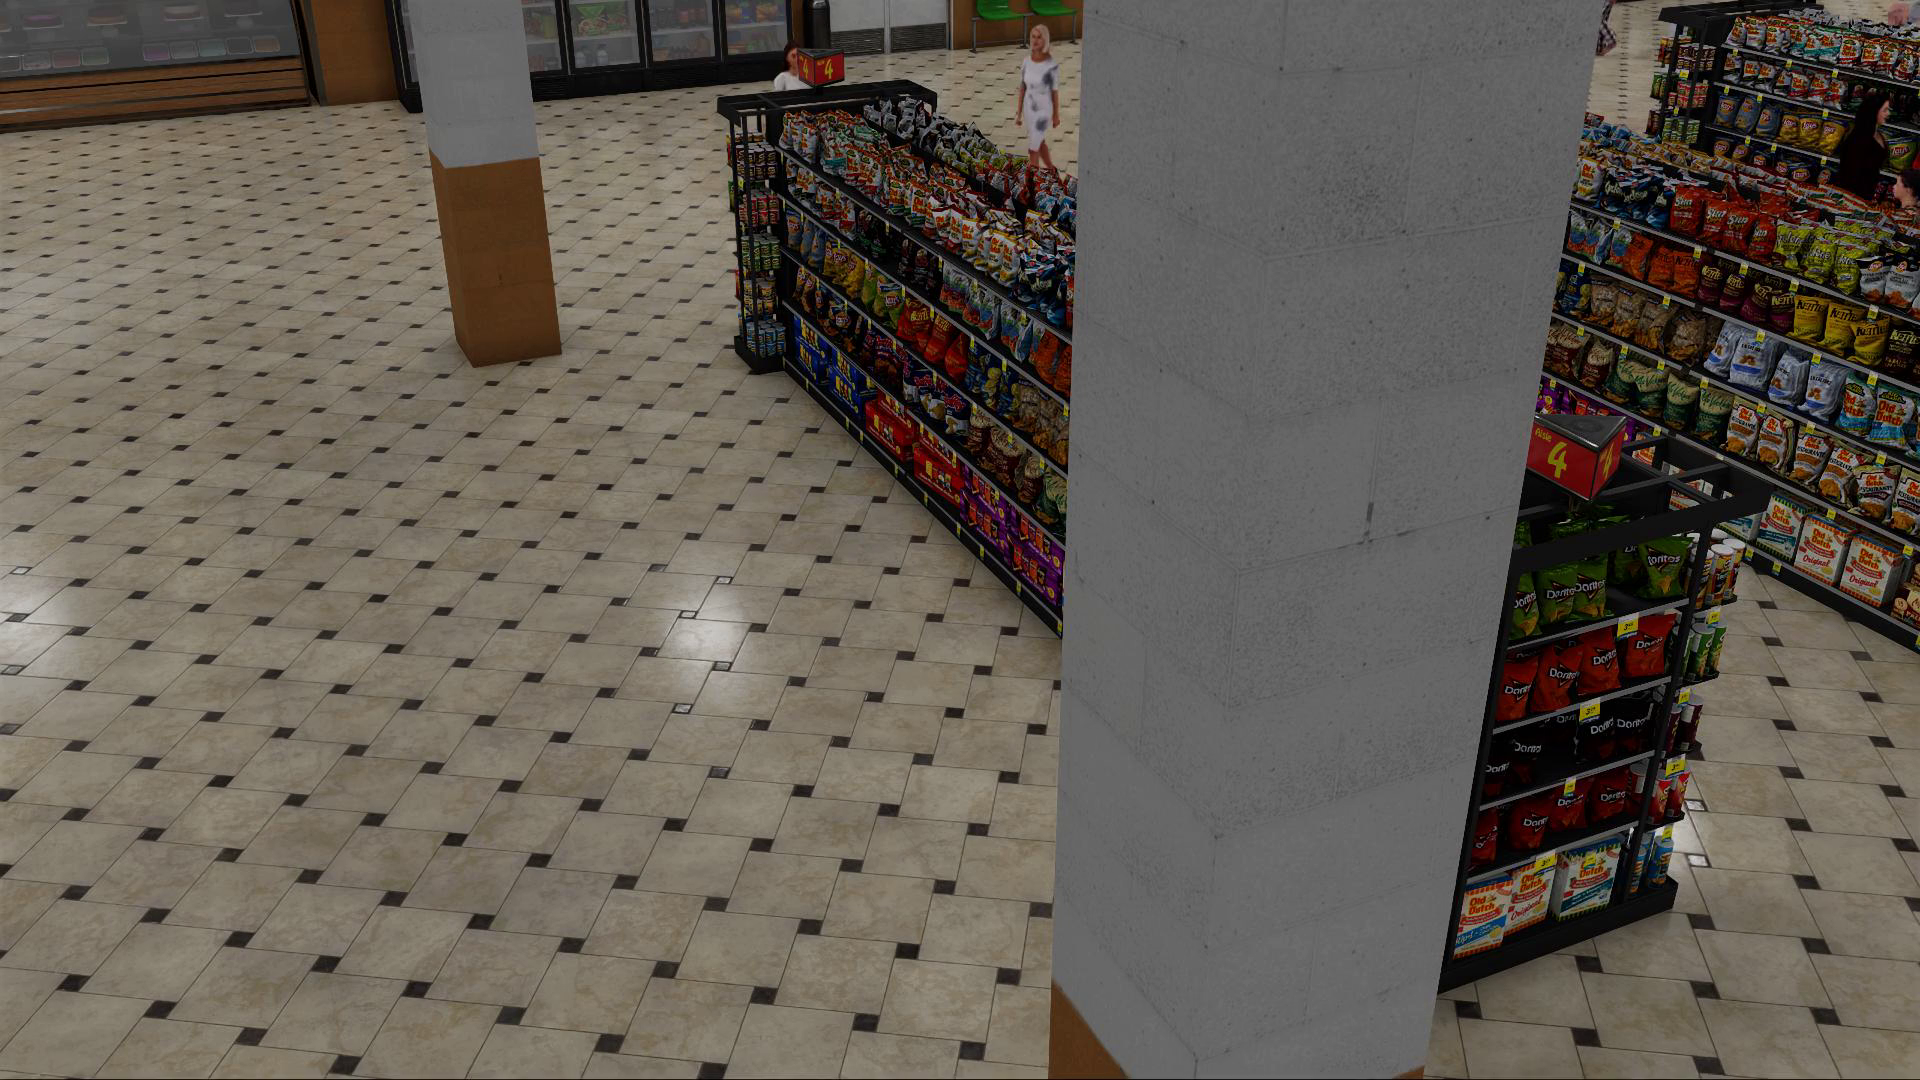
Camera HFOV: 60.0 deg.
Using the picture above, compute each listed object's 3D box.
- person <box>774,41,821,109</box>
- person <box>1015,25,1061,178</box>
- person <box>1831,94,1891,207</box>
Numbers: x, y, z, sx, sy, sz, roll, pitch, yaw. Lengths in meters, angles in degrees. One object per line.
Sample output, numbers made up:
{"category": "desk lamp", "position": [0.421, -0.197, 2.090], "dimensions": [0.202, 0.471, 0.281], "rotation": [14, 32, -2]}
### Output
{"category": "person", "position": [-1.640, -4.055, 16.428], "dimensions": [0.762, 1.635, 1.148], "rotation": [-19, 33, -33]}
{"category": "person", "position": [0.828, -4.334, 16.895], "dimensions": [1.117, 1.710, 1.005], "rotation": [17, 31, 30]}
{"category": "person", "position": [7.444, -2.862, 13.939], "dimensions": [0.810, 1.759, 0.787], "rotation": [17, 31, 30]}
